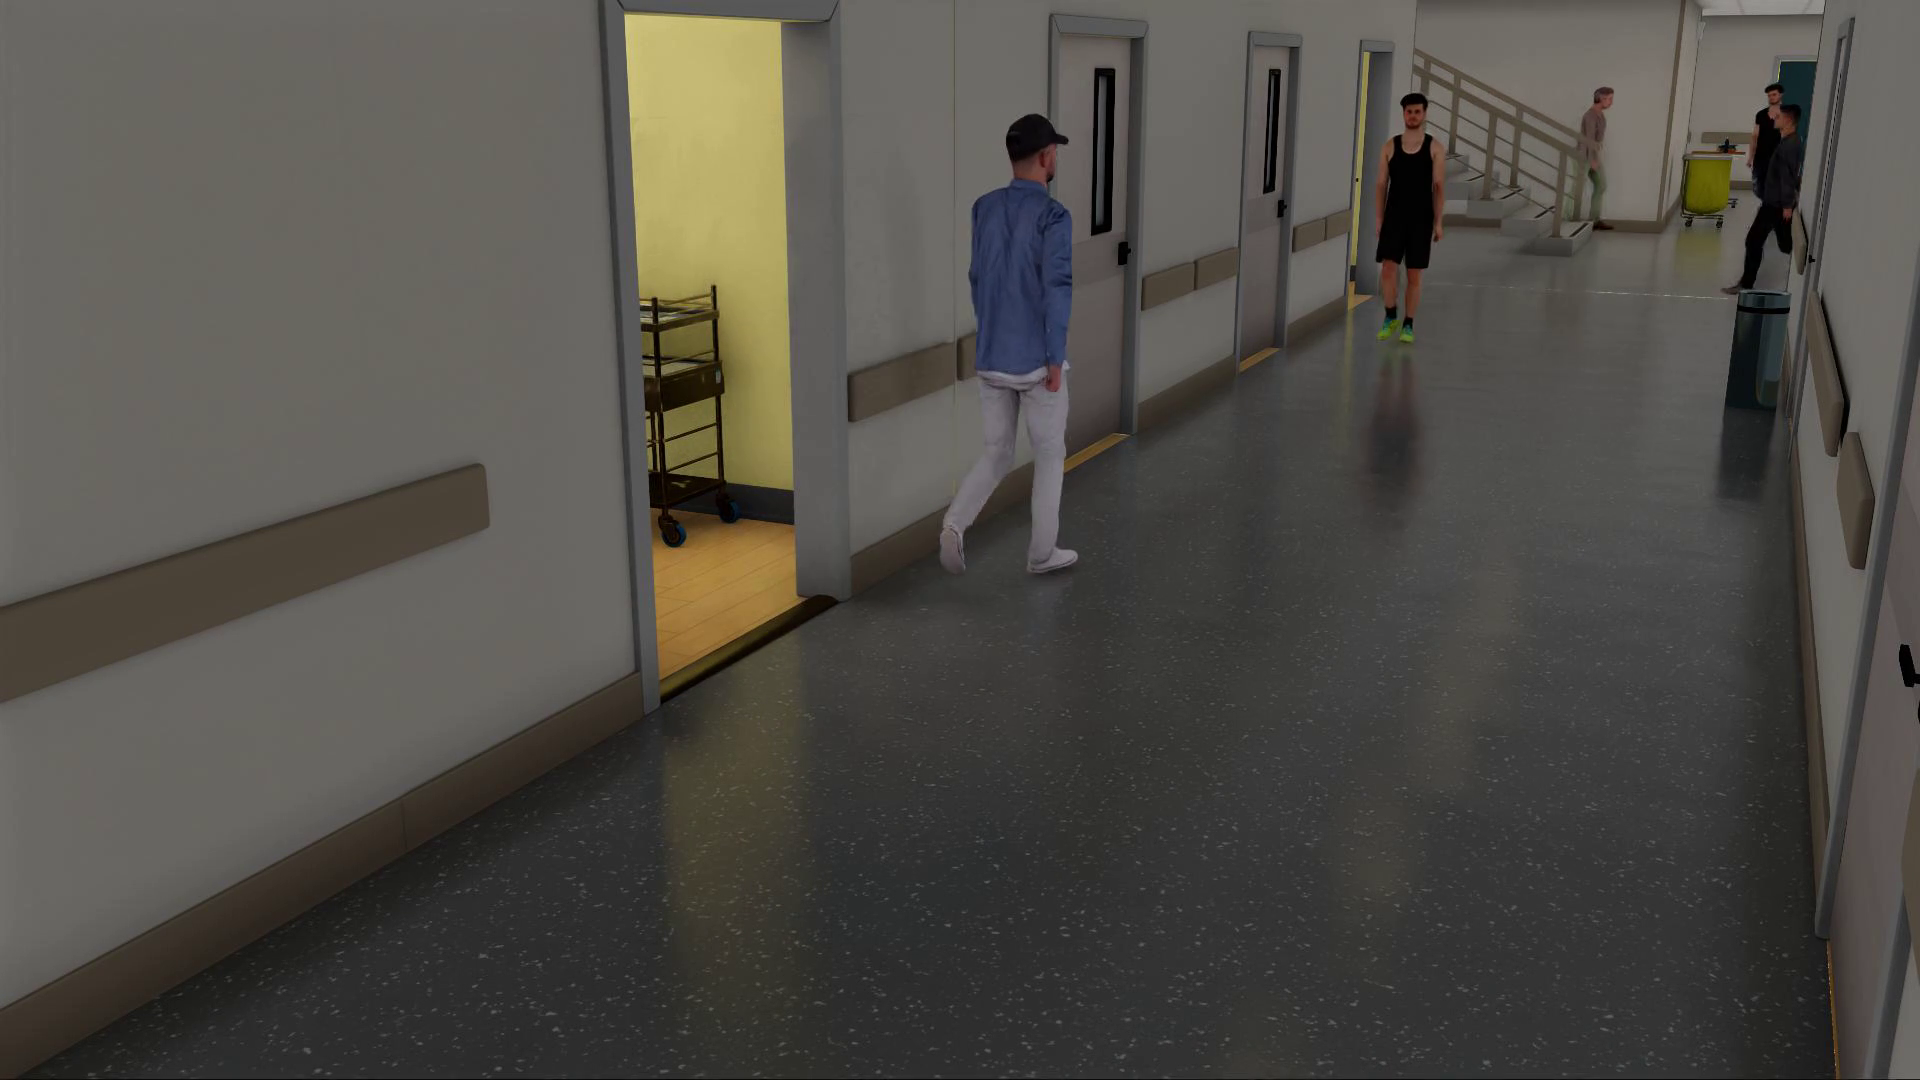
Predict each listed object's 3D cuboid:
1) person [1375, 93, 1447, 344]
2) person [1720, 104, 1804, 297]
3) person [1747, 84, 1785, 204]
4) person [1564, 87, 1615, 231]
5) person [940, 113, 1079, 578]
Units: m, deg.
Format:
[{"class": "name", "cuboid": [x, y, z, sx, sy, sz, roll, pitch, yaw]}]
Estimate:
[{"class": "person", "cuboid": [3.461, -2.454, 12.774, 0.578, 1.876, 0.771, 6, 17, 19]}, {"class": "person", "cuboid": [7.552, -3.039, 15.122, 1.176, 1.728, 0.761, 11, 19, 34]}, {"class": "person", "cuboid": [10.647, -5.003, 21.830, 1.115, 1.867, 0.981, 15, 21, 42]}, {"class": "person", "cuboid": [8.052, -4.922, 21.606, 0.934, 1.834, 0.809, 11, 19, 33]}, {"class": "person", "cuboid": [0.193, -0.731, 6.667, 0.946, 1.872, 0.837, 12, 20, 37]}]
